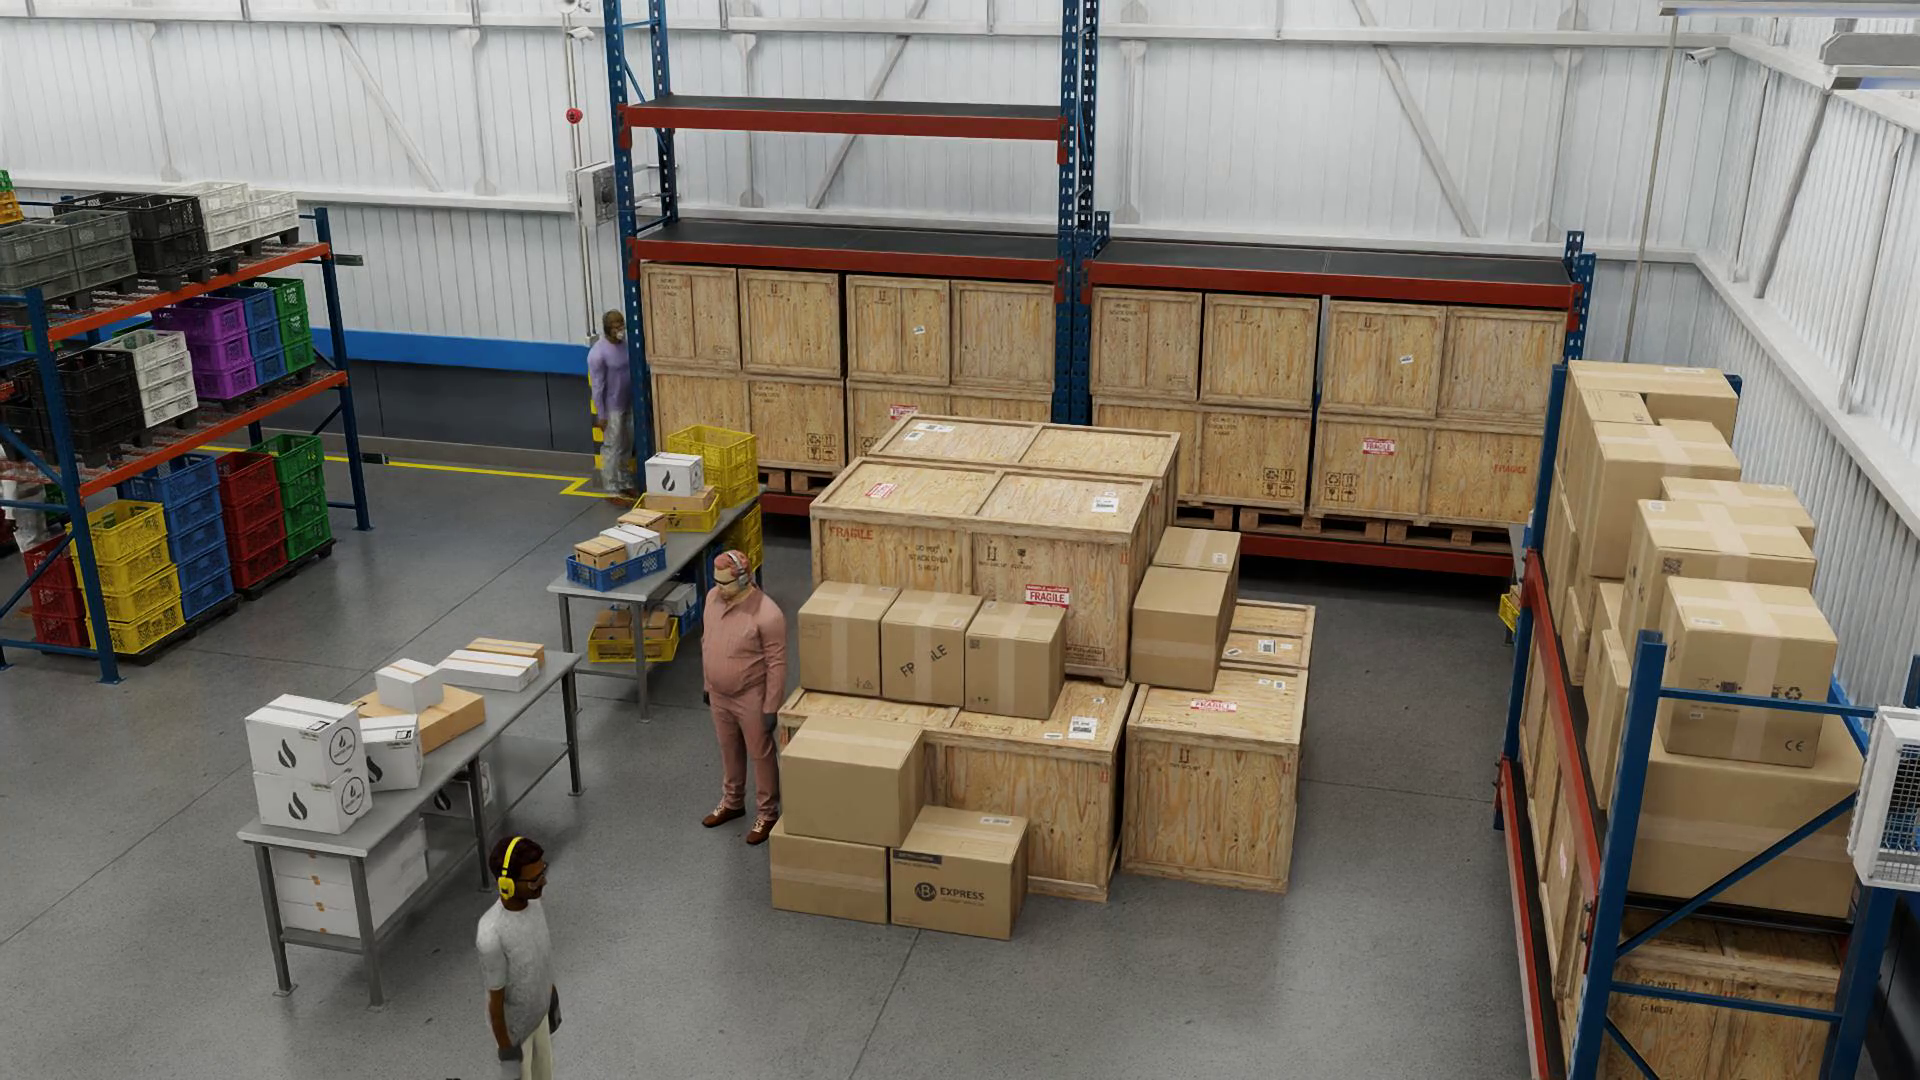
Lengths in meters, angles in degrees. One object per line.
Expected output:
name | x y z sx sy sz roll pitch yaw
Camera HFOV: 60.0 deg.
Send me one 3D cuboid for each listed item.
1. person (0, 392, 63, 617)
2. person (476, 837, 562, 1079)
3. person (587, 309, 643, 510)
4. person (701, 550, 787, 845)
person | -7.635 -0.298 13.544 0.337 1.882 0.584 -3 21 -7
person | -1.887 2.118 7.265 0.328 1.862 0.503 5 21 13
person | -3.294 -1.274 16.023 0.351 1.937 0.635 10 23 25
person | -1.360 0.953 10.249 0.639 1.902 0.407 15 26 34
